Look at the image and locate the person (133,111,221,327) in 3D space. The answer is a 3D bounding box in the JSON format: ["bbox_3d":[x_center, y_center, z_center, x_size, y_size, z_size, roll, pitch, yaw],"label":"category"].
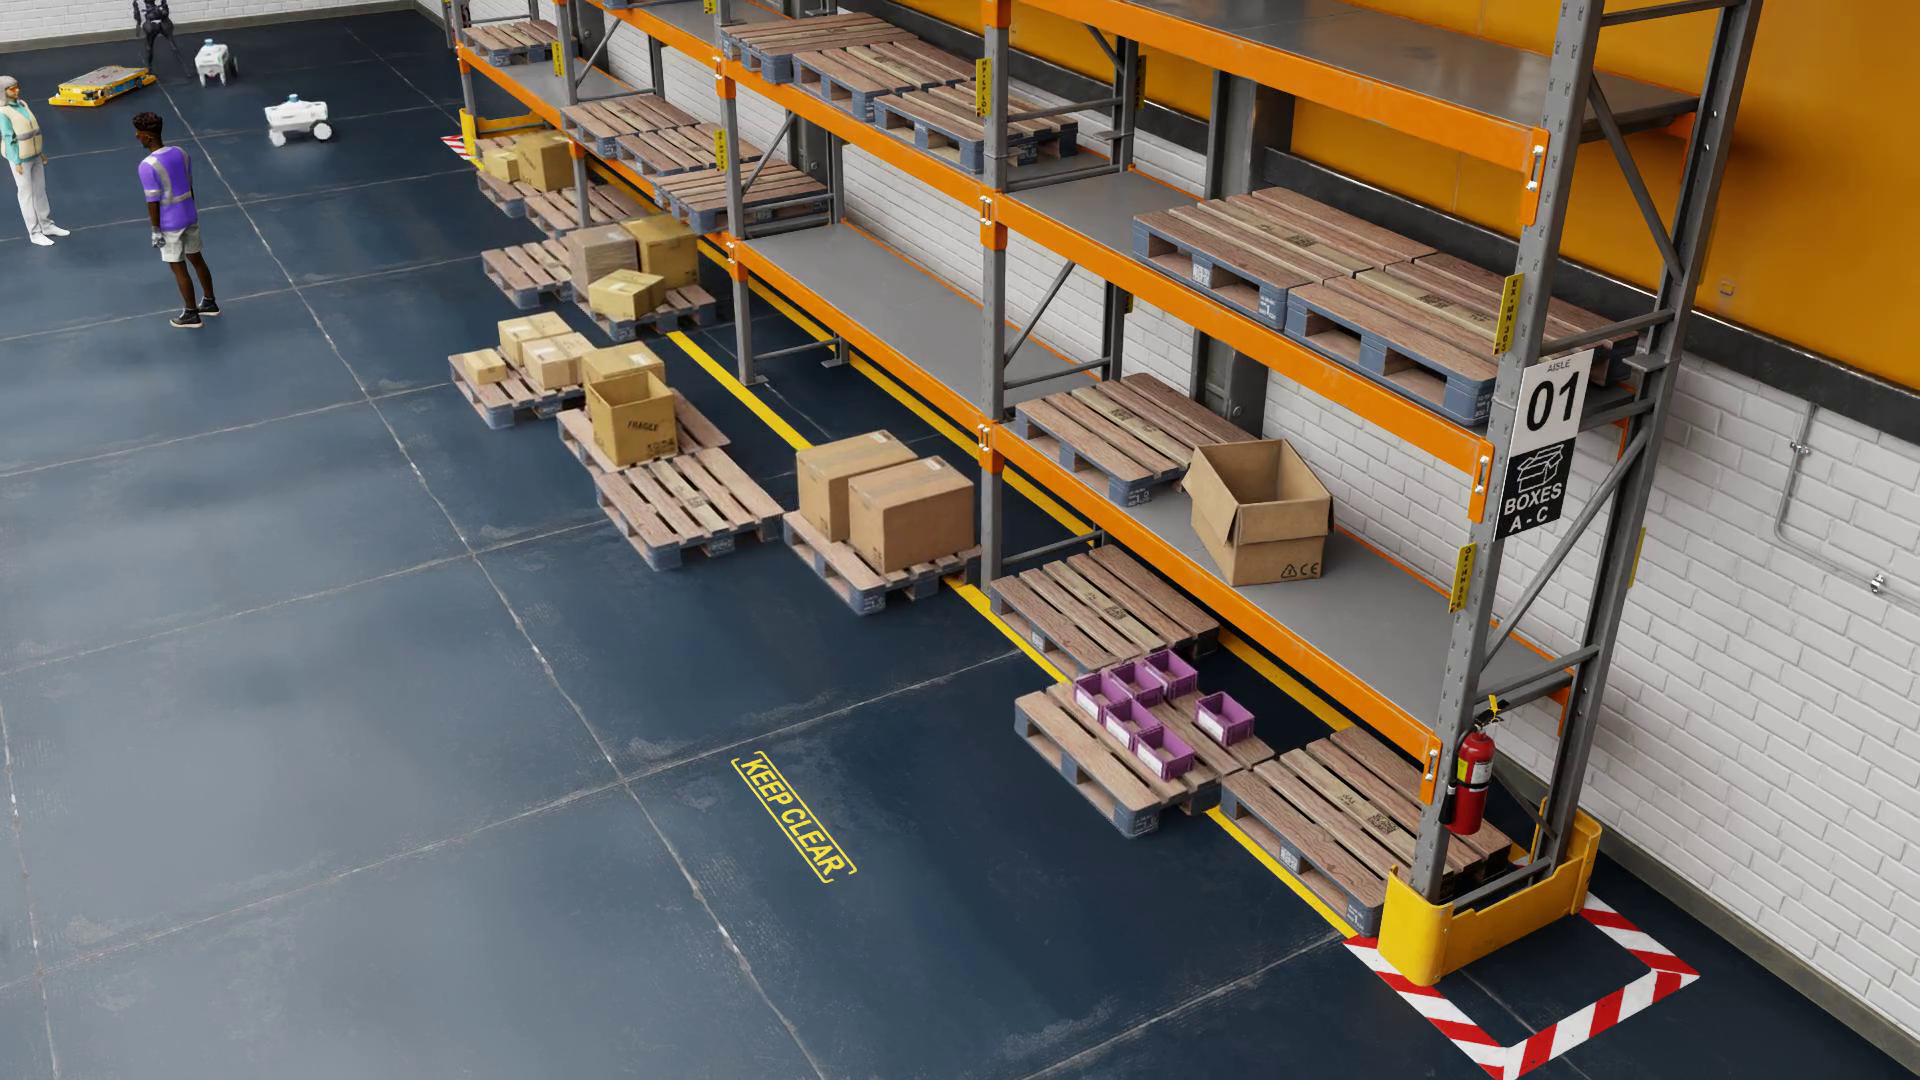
[{"bbox_3d":[-7.101,-2.893,15.030,0.366,1.959,0.603,6,30,11],"label":"person"}]

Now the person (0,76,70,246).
[{"bbox_3d":[-9.580,-3.889,17.036,0.365,1.709,0.465,2,30,3],"label":"person"}]

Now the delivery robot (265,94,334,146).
[{"bbox_3d":[-8.133,-5.185,20.493,0.774,0.592,0.499,-13,32,-22],"label":"delivery robot"}]

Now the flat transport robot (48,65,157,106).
[{"bbox_3d":[-11.570,-6.129,22.453,0.659,0.231,1.431,4,30,8],"label":"flat transport robot"}]

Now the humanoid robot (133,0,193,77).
[{"bbox_3d":[-11.101,-7.176,22.921,0.781,1.629,0.588,13,32,21],"label":"humanoid robot"}]

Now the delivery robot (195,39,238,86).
[{"bbox_3d":[-10.339,-6.627,23.027,0.499,0.580,0.757,-7,30,-12],"label":"delivery robot"}]
